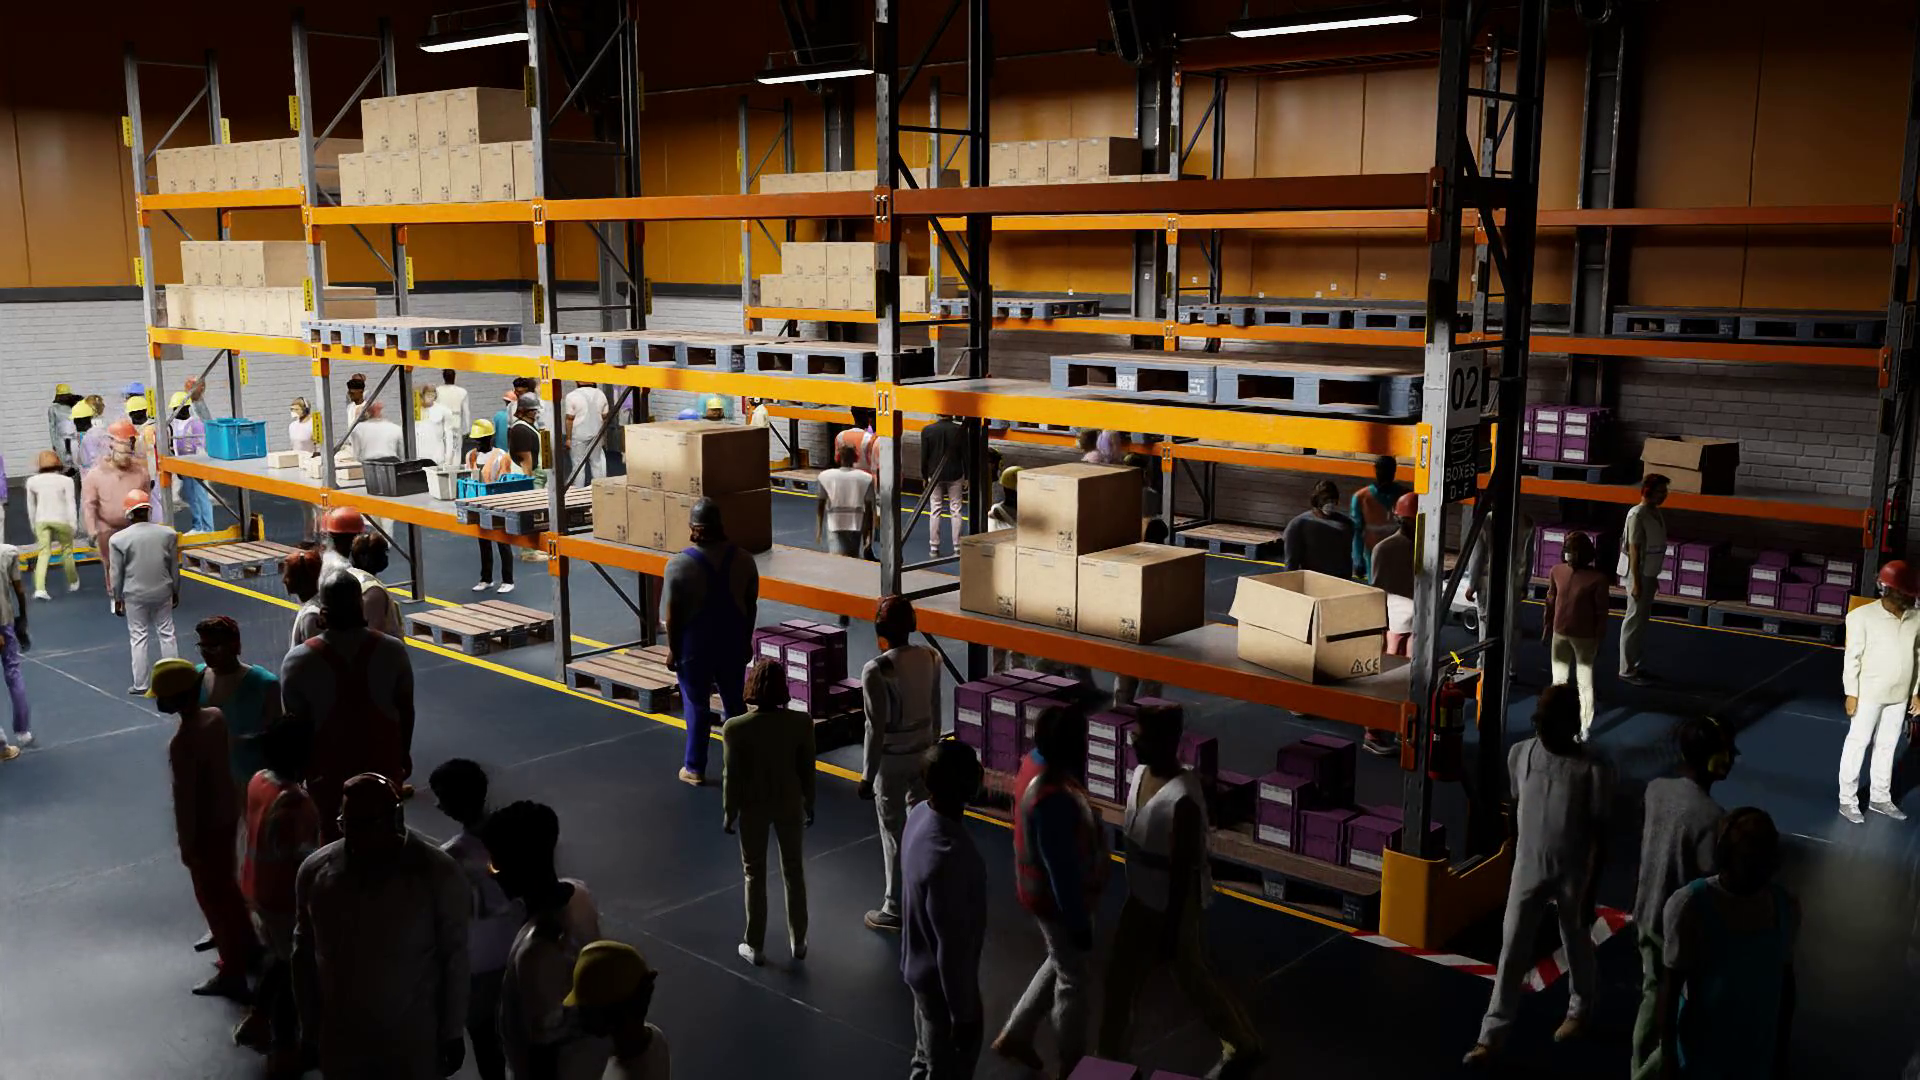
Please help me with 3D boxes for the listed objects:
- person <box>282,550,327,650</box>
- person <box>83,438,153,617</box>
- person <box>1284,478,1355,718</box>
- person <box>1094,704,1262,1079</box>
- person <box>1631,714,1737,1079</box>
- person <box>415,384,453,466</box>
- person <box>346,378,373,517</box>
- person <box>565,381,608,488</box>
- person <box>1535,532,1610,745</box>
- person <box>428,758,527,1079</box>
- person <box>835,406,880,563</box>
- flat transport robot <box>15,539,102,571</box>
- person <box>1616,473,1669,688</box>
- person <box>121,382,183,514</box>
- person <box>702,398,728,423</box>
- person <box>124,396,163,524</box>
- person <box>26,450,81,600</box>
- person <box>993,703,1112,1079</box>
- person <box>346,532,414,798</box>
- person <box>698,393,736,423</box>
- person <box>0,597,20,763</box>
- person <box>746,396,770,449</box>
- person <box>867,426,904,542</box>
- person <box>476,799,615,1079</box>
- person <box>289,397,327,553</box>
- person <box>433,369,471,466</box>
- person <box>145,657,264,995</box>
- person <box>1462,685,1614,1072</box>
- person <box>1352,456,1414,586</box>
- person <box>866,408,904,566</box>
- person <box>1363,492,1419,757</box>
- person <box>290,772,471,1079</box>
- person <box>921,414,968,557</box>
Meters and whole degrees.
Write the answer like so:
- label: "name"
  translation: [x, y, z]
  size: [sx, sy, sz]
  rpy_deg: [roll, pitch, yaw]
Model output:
- label: "person"
  translation: [-4.071, 0.988, 10.567]
  size: [0.339, 1.880, 0.578]
  rpy_deg: [-4, 11, -19]
- label: "person"
  translation: [-8.504, -0.108, 16.863]
  size: [0.644, 1.843, 1.048]
  rpy_deg: [-6, 12, -32]
- label: "person"
  translation: [2.889, 0.459, 13.383]
  size: [0.635, 1.937, 0.353]
  rpy_deg: [-4, 11, -21]
- label: "person"
  translation: [0.930, 1.591, 7.351]
  size: [0.929, 1.812, 0.575]
  rpy_deg: [-4, 11, -21]
- label: "person"
  translation: [2.985, 1.638, 6.984]
  size: [0.465, 1.850, 0.542]
  rpy_deg: [-3, 11, -18]
- label: "person"
  translation: [-7.265, -1.161, 22.656]
  size: [0.742, 1.920, 0.341]
  rpy_deg: [-1, 10, -6]
- label: "person"
  translation: [-8.337, -1.284, 23.216]
  size: [0.604, 1.956, 0.390]
  rpy_deg: [9, 13, 40]
- label: "person"
  translation: [-5.524, -1.546, 24.433]
  size: [0.535, 2.000, 0.685]
  rpy_deg: [10, 14, 43]
- label: "person"
  translation: [4.671, 0.739, 12.663]
  size: [0.267, 1.632, 0.507]
  rpy_deg: [-8, 13, -38]
- label: "person"
  translation: [-1.910, 1.725, 6.959]
  size: [0.526, 1.669, 0.583]
  rpy_deg: [7, 12, 35]
- label: "person"
  translation: [-1.186, -0.658, 19.625]
  size: [0.610, 1.962, 0.365]
  rpy_deg: [6, 12, 30]
- label: "flat transport robot"
  translation: [-10.732, 0.165, 19.762]
  size: [1.431, 0.197, 0.652]
  rpy_deg: [-9, 14, -43]
- label: "person"
  translation: [5.893, 0.331, 14.375]
  size: [0.389, 1.845, 0.567]
  rpy_deg: [7, 12, 36]
- label: "person"
  translation: [-11.491, -1.242, 23.156]
  size: [0.993, 1.900, 0.622]
  rpy_deg: [-4, 11, -23]
- label: "person"
  translation: [-3.312, -1.047, 22.447]
  size: [0.487, 1.746, 0.287]
  rpy_deg: [-2, 10, -12]
- label: "person"
  translation: [-10.197, -0.846, 20.848]
  size: [0.399, 1.912, 0.592]
  rpy_deg: [-7, 12, -35]
- label: "person"
  translation: [-9.781, -0.168, 17.924]
  size: [0.523, 1.583, 0.879]
  rpy_deg: [-2, 10, -11]
- label: "person"
  translation: [0.439, 1.585, 7.408]
  size: [0.547, 1.810, 0.677]
  rpy_deg: [-1, 10, -3]
- label: "person"
  translation: [-4.024, 0.856, 11.419]
  size: [0.429, 1.840, 0.634]
  rpy_deg: [-8, 13, -37]
- label: "person"
  translation: [-3.537, -1.494, 24.192]
  size: [0.535, 2.030, 0.616]
  rpy_deg: [9, 13, 40]
- label: "person"
  translation: [-7.273, 0.636, 12.097]
  size: [0.683, 2.000, 0.538]
  rpy_deg: [-1, 10, -3]
- label: "person"
  translation: [-2.958, -1.387, 24.390]
  size: [0.351, 1.739, 0.573]
  rpy_deg: [-1, 10, -7]
- label: "person"
  translation: [-0.919, -0.915, 21.207]
  size: [0.392, 1.925, 0.548]
  rpy_deg: [9, 13, 40]
- label: "person"
  translation: [-1.395, 1.820, 5.668]
  size: [0.418, 1.950, 0.624]
  rpy_deg: [0, 10, 2]
- label: "person"
  translation: [-8.026, -0.801, 20.509]
  size: [0.631, 1.938, 0.362]
  rpy_deg: [6, 12, 32]
- label: "person"
  translation: [-7.983, -1.771, 26.098]
  size: [0.615, 1.899, 0.464]
  rpy_deg: [-1, 10, -7]
- label: "person"
  translation: [-3.833, 1.433, 8.412]
  size: [0.388, 1.749, 0.538]
  rpy_deg: [-1, 10, -3]
- label: "person"
  translation: [2.714, 1.545, 7.665]
  size: [0.518, 1.785, 0.975]
  rpy_deg: [9, 13, 40]
- label: "person"
  translation: [3.903, 0.151, 15.271]
  size: [0.639, 1.885, 0.468]
  rpy_deg: [0, 10, 1]
- label: "person"
  translation: [-0.890, -0.621, 19.484]
  size: [0.415, 1.948, 0.603]
  rpy_deg: [3, 10, 15]
- label: "person"
  translation: [3.304, 0.620, 12.355]
  size: [0.617, 1.986, 0.411]
  rpy_deg: [-5, 11, -28]
- label: "person"
  translation: [-2.108, 1.771, 6.059]
  size: [0.642, 1.909, 0.409]
  rpy_deg: [0, 10, -1]
- label: "person"
  translation: [-0.170, -0.774, 20.192]
  size: [0.612, 1.997, 0.375]
  rpy_deg: [1, 10, 6]
